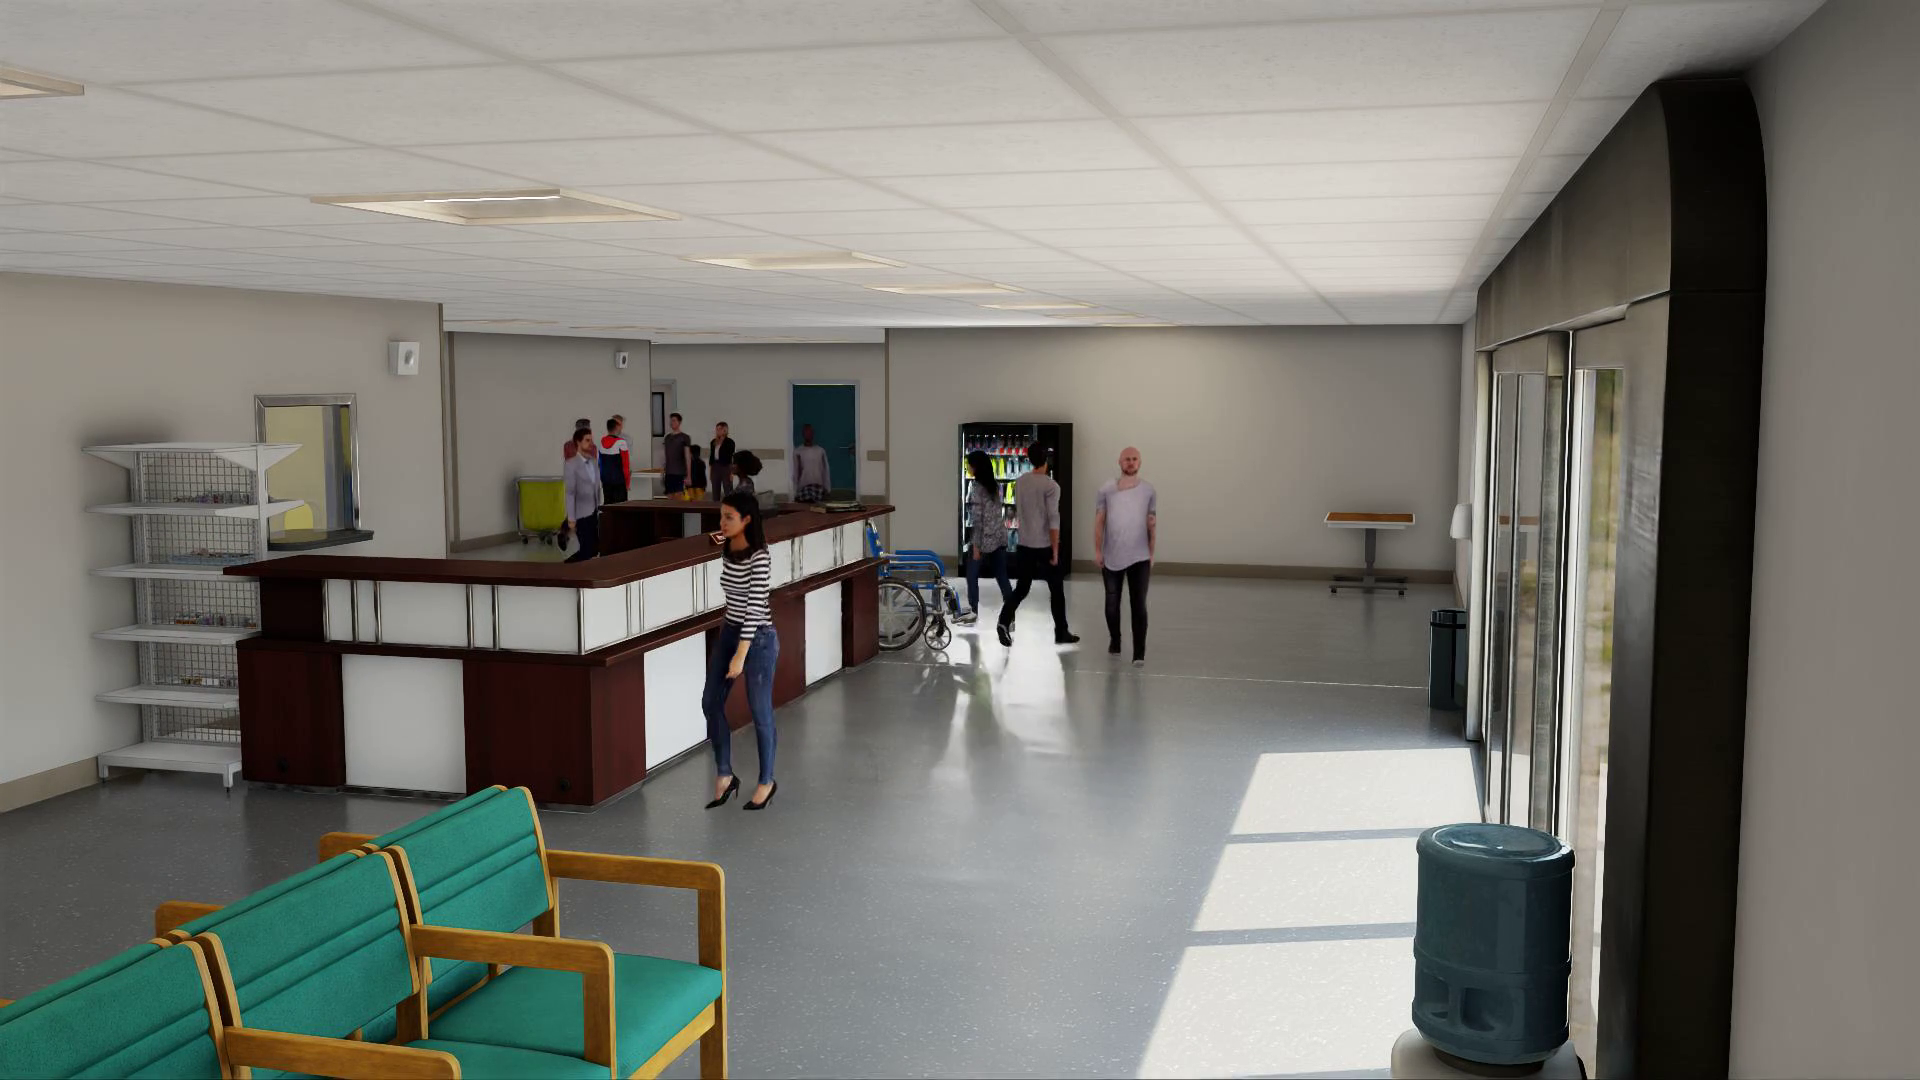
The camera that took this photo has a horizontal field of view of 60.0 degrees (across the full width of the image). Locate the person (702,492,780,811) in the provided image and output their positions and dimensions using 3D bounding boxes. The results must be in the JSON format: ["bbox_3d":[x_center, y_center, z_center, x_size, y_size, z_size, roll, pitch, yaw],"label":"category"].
[{"bbox_3d":[-1.089,0.624,9.151,0.730,1.777,0.784,6,8,45],"label":"person"}]

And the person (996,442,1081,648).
[{"bbox_3d":[0.609,0.070,14.596,1.169,1.805,1.037,5,8,41],"label":"person"}]

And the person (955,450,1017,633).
[{"bbox_3d":[0.309,0.042,15.451,1.086,1.689,0.953,5,8,43],"label":"person"}]

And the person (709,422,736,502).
[{"bbox_3d":[-3.738,-1.026,26.179,0.469,1.668,0.661,2,6,19],"label":"person"}]

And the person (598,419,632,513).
[{"bbox_3d":[-5.068,-0.888,24.356,0.483,1.758,0.707,2,6,19],"label":"person"}]

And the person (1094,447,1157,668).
[{"bbox_3d":[1.366,0.230,13.882,1.222,1.631,0.873,1,6,5],"label":"person"}]

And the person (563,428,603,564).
[{"bbox_3d":[-4.090,-0.269,17.839,1.087,1.830,0.803,3,6,26],"label":"person"}]

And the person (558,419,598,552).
[{"bbox_3d":[-5.111,-0.708,22.267,0.926,1.817,0.824,2,6,22],"label":"person"}]

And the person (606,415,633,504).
[{"bbox_3d":[-5.278,-1.021,25.705,1.240,1.753,0.987,0,6,0],"label":"person"}]

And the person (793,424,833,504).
[{"bbox_3d":[-1.982,-0.613,21.972,1.159,1.688,1.120,-2,6,-20],"label":"person"}]

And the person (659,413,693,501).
[{"bbox_3d":[-4.121,-0.941,24.471,0.789,1.841,0.822,3,7,30],"label":"person"}]

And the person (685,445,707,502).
[{"bbox_3d":[-4.350,-0.919,27.181,0.659,1.254,0.613,1,6,11],"label":"person"}]

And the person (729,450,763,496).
[{"bbox_3d":[-1.934,0.018,15.652,0.843,1.698,0.714,0,6,-5],"label":"person"}]
